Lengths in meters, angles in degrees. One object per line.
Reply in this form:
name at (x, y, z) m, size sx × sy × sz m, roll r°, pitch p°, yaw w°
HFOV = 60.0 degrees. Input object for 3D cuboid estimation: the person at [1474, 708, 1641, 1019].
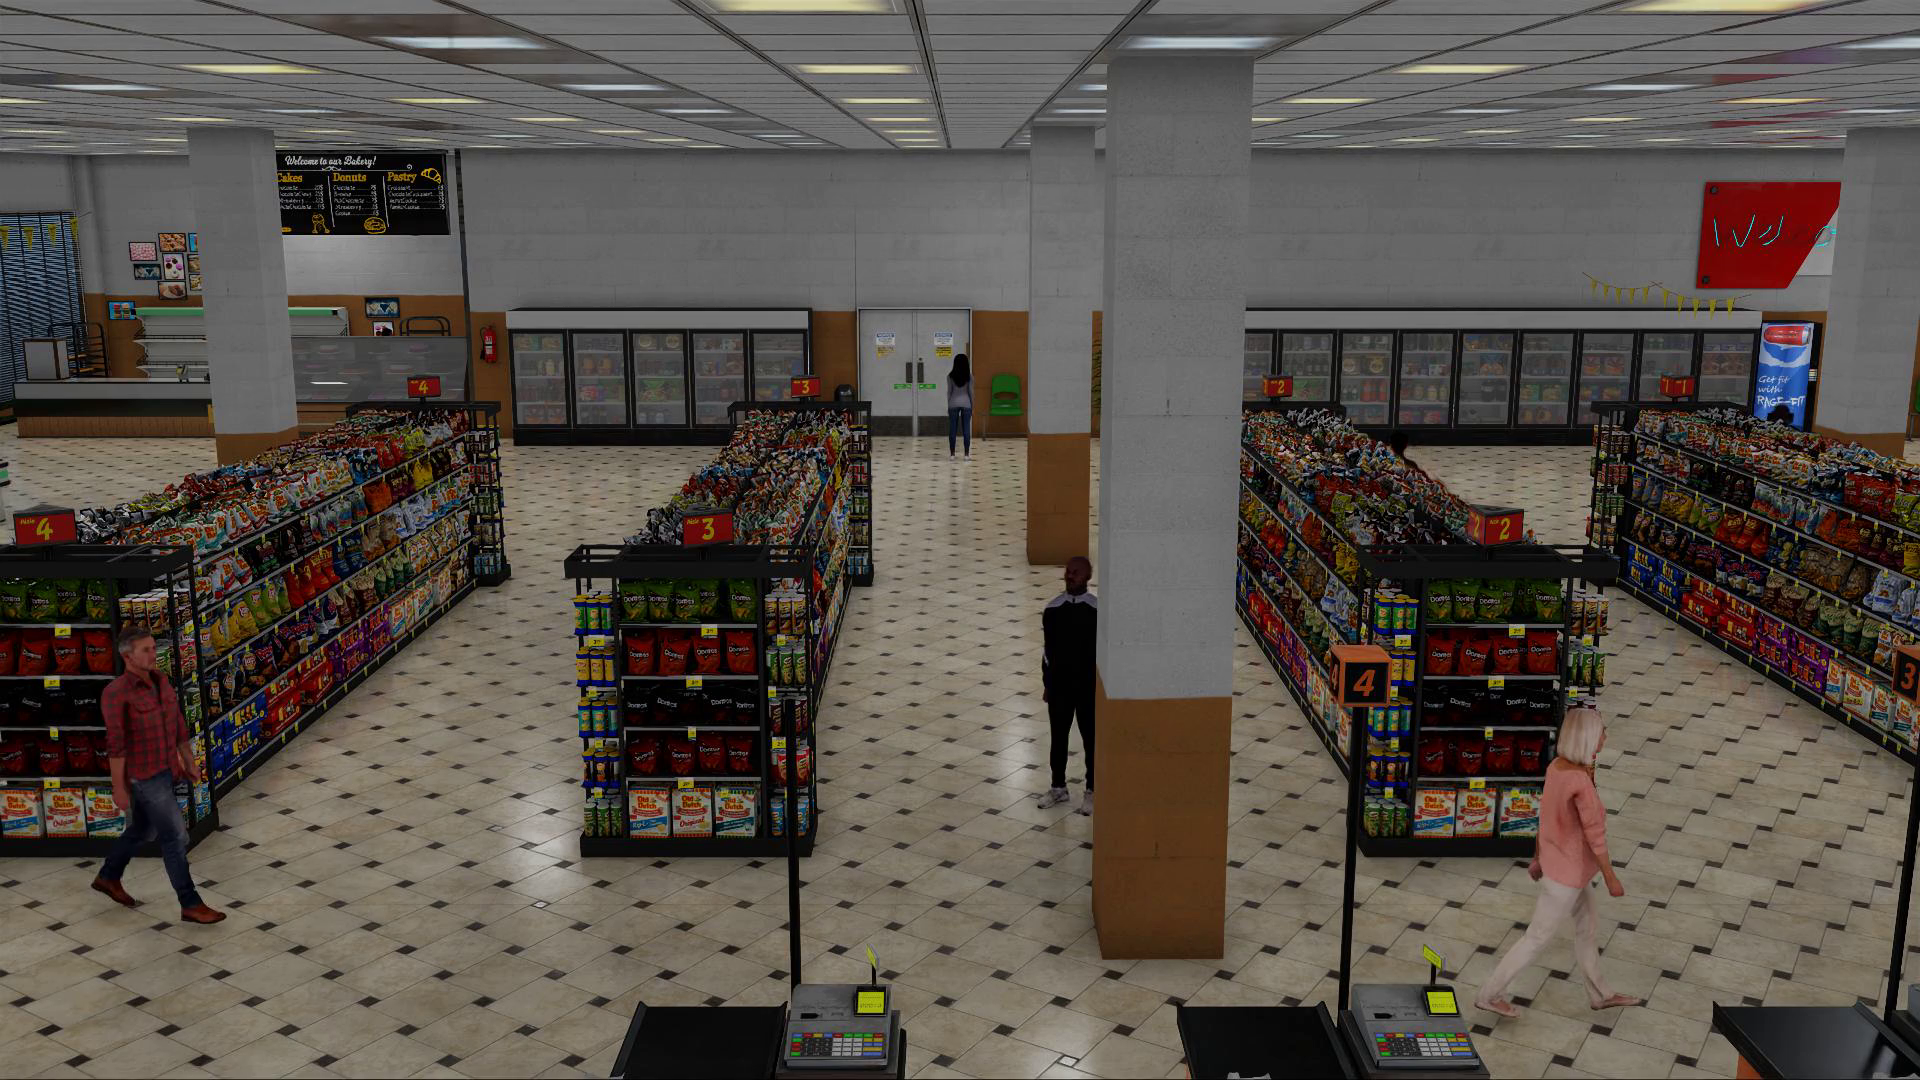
person at (3.056, 1.722, 8.632) m, size 0.676 × 1.683 × 1.053 m, roll 0°, pitch 12°, yaw 1°

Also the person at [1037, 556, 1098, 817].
person at (0.823, 0.996, 11.729) m, size 0.738 × 1.828 × 0.714 m, roll 5°, pitch 13°, yaw 24°

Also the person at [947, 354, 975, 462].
person at (-0.001, -2.144, 26.863) m, size 0.598 × 1.736 × 0.520 m, roll 1°, pitch 12°, yaw 3°

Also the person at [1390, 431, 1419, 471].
person at (4.721, -0.253, 17.880) m, size 0.648 × 1.737 × 1.092 m, roll 0°, pitch 12°, yaw 1°

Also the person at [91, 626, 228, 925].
person at (-4.904, 1.400, 9.907) m, size 0.893 × 1.787 × 1.182 m, roll 2°, pitch 12°, yaw 9°
